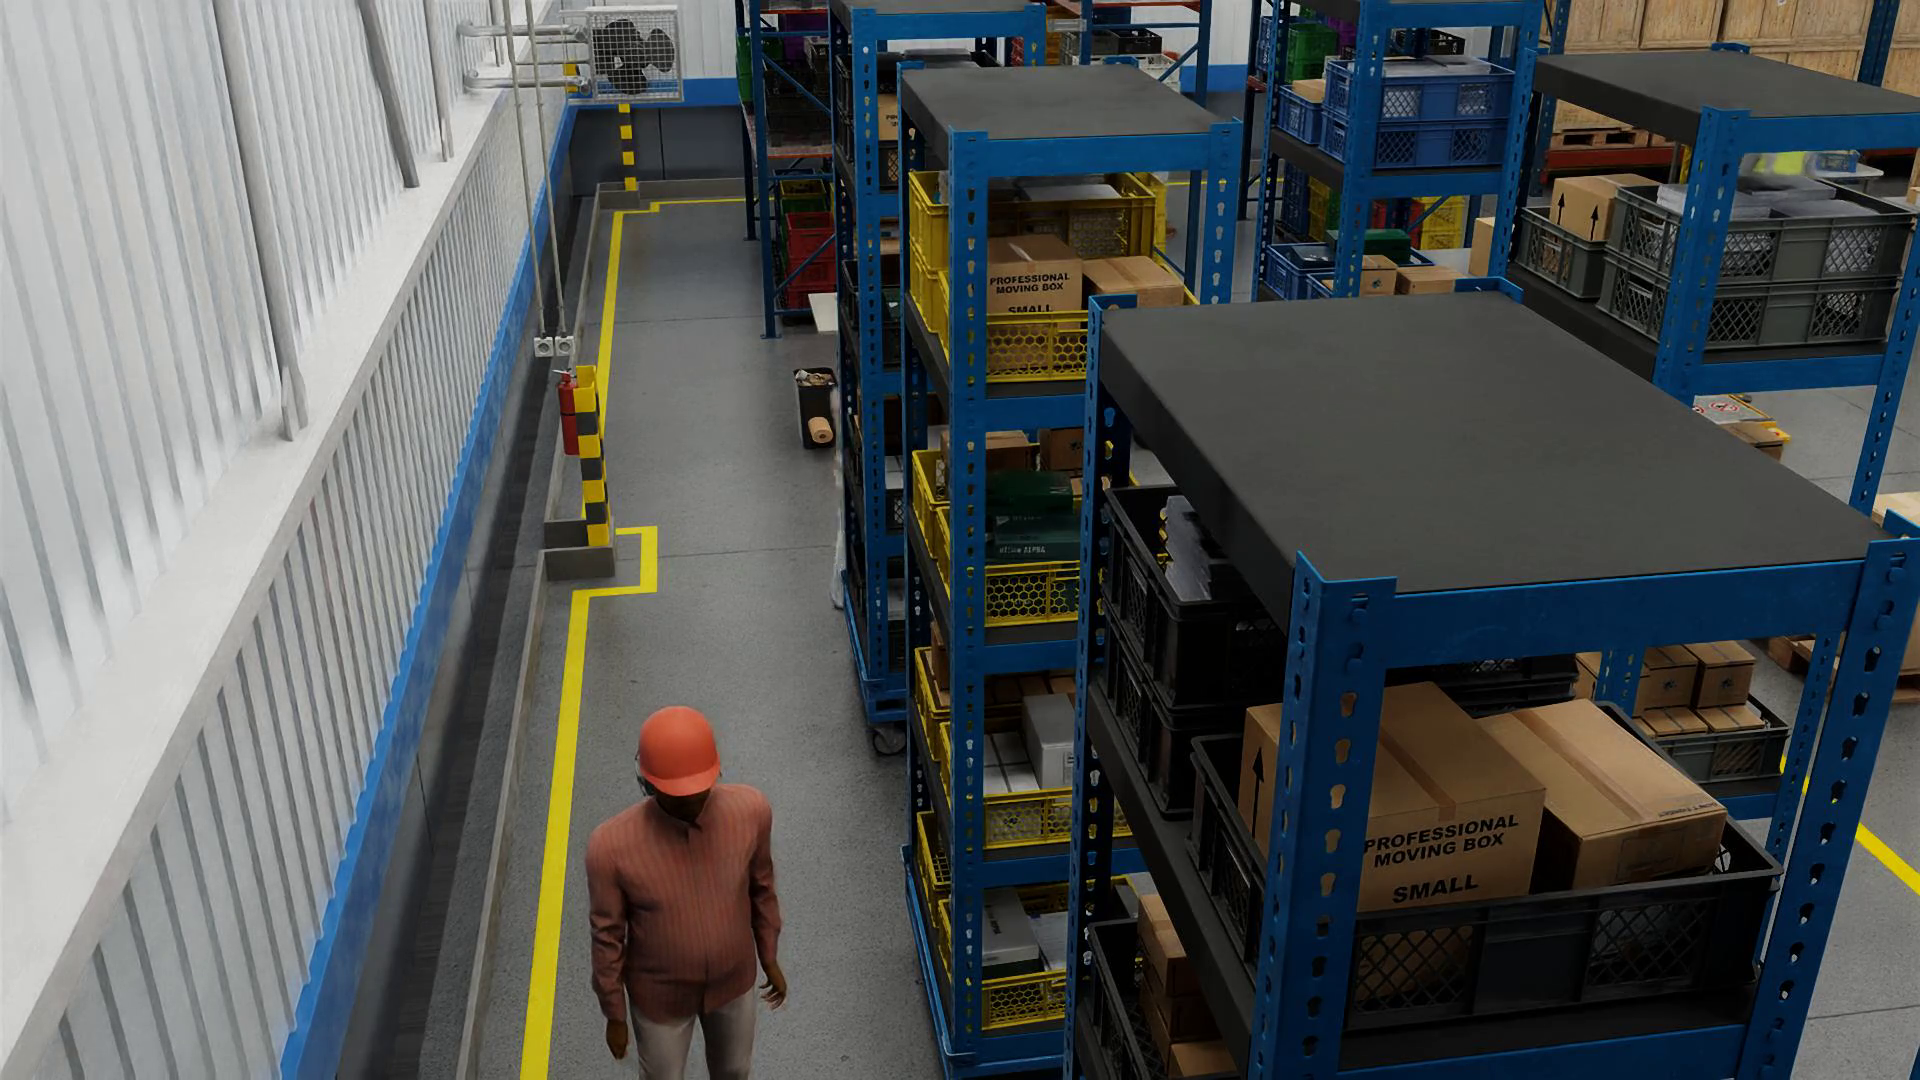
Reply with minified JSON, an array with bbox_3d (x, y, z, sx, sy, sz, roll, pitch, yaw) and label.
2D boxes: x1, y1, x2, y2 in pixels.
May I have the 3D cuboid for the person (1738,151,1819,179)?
[{"bbox_3d":[7.423,-3.178,15.342,0.626,1.805,0.872,-2,25,-4],"label":"person"}]

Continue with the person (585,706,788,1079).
[{"bbox_3d":[-0.828,1.386,5.207,0.623,1.992,0.396,-14,28,-28],"label":"person"}]

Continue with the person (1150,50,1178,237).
[{"bbox_3d":[2.089,-4.127,17.321,0.337,1.882,0.584,-5,25,-10],"label":"person"}]
